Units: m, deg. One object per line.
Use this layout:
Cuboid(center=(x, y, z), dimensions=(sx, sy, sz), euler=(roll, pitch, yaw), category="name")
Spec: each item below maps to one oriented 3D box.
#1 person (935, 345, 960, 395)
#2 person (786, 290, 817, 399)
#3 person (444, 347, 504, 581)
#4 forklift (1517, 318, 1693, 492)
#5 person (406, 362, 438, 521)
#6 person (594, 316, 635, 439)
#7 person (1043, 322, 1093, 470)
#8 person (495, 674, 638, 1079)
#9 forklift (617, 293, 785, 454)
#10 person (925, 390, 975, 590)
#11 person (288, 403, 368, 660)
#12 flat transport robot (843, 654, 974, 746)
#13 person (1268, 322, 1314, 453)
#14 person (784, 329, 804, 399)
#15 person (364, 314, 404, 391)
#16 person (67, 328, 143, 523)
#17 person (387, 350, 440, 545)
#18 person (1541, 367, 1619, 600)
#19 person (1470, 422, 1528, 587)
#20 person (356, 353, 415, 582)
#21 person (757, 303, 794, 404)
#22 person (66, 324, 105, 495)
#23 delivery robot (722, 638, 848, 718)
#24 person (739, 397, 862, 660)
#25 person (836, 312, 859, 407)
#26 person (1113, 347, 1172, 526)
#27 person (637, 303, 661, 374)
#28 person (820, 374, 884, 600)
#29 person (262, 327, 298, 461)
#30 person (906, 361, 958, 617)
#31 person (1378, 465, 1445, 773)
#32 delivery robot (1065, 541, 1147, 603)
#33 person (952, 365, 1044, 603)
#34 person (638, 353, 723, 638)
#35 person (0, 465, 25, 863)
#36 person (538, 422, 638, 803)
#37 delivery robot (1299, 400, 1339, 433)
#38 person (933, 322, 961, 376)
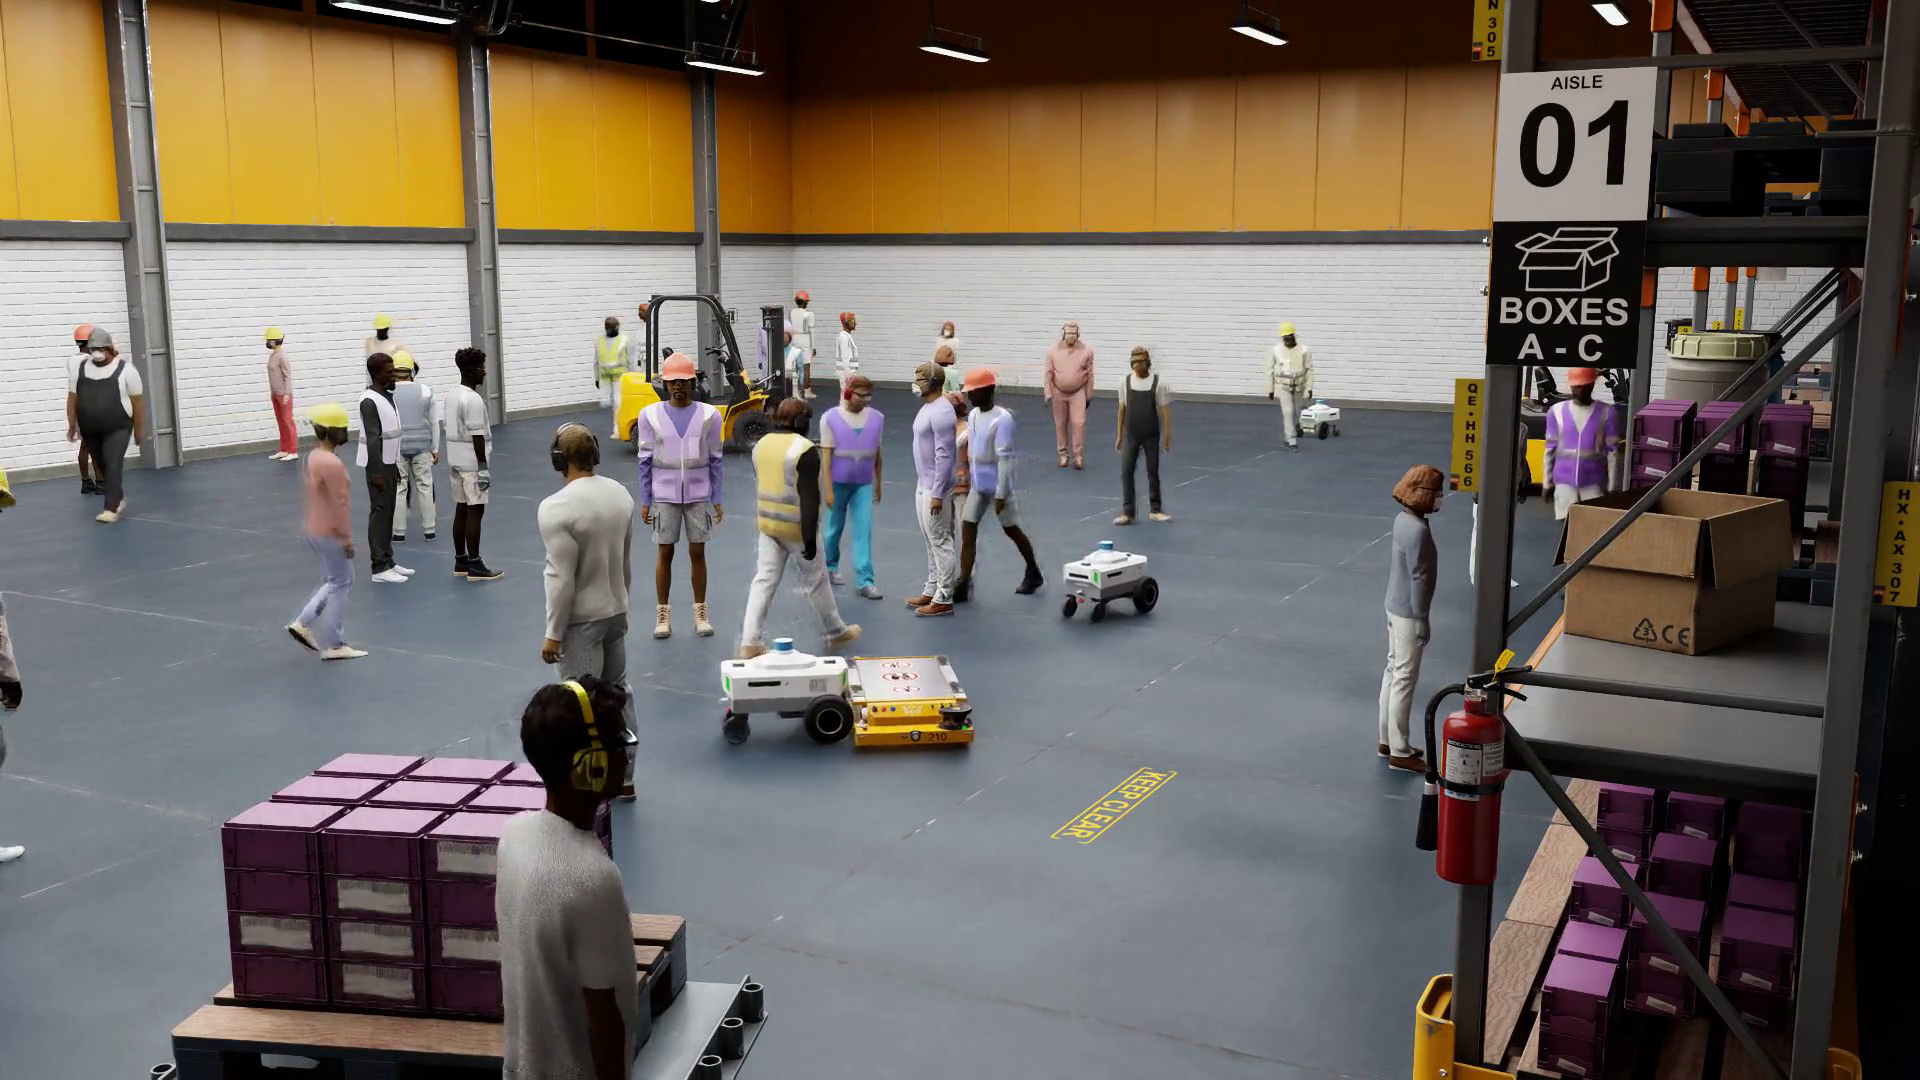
Cuboid(center=(-0.177, -1.556, 20.255), dimensions=(0.500, 1.636, 0.281), euler=(9, 13, 42), category="person")
Cuboid(center=(-2.968, -3.674, 31.345), dimensions=(0.615, 2.038, 0.395), euler=(5, 11, 25), category="person")
Cuboid(center=(-4.119, -0.643, 14.011), dimensions=(0.363, 1.963, 0.612), euler=(-7, 12, -37), category="person")
Cuboid(center=(7.066, -1.601, 18.899), dimensions=(2.313, 2.155, 1.214), euler=(5, 11, 27), category="forklift")
Cuboid(center=(-5.594, -1.015, 16.973), dimensions=(0.541, 1.689, 0.319), euler=(0, 10, 0), category="person")
Cuboid(center=(-5.109, -2.416, 24.683), dimensions=(0.635, 1.824, 0.564), euler=(2, 10, 10), category="person")
Cuboid(center=(1.370, -1.824, 21.134), dimensions=(0.637, 1.866, 0.887), euler=(1, 10, 5), category="person")
Cuboid(center=(-0.849, 1.212, 3.594), dimensions=(0.522, 1.856, 0.545), euler=(-7, 12, -35), category="person")
Cuboid(center=(-3.588, -2.317, 23.042), dimensions=(2.313, 2.155, 1.214), euler=(-1, 10, -5), category="forklift")
Cuboid(center=(-0.053, -0.404, 13.578), dimensions=(0.514, 1.639, 0.311), euler=(8, 13, 40), category="person")
Cuboid(center=(-4.236, -0.043, 11.178), dimensions=(0.418, 1.755, 0.526), euler=(-6, 12, -33), category="person")
Cuboid(center=(-0.338, 0.921, 9.862), dimensions=(0.652, 0.197, 1.431), euler=(-1, 10, -7), category="flat transport robot")
Cuboid(center=(4.592, -2.118, 23.037), dimensions=(0.617, 1.799, 0.501), euler=(-1, 10, -5), category="person")
Cuboid(center=(-2.589, -2.320, 24.714), dimensions=(0.533, 1.624, 0.622), euler=(-1, 10, -6), category="person")
Cuboid(center=(-8.041, -2.190, 23.158), dimensions=(0.614, 1.894, 0.638), euler=(1, 10, 7), category="person")
Cuboid(center=(-8.846, -1.235, 17.228), dimensions=(0.683, 2.000, 1.058), euler=(-1, 10, -3), category="person")
Cuboid(center=(-5.218, -0.870, 15.713), dimensions=(0.589, 1.833, 0.404), euler=(-5, 11, -26), category="person")
Cuboid(center=(4.925, -0.483, 13.226), dimensions=(0.562, 1.916, 0.519), euler=(5, 11, 27), category="person")
Cuboid(center=(4.417, -0.419, 13.662), dimensions=(0.514, 1.640, 0.307), euler=(-3, 10, -17), category="person")
Cuboid(center=(-4.848, -0.609, 13.960), dimensions=(0.392, 1.918, 0.589), euler=(-1, 10, -7), category="person")
Cuboid(center=(-3.128, -3.033, 28.037), dimensions=(0.643, 1.905, 0.400), euler=(4, 10, 20), category="person")
Cuboid(center=(-9.889, -1.482, 18.949), dimensions=(0.543, 1.939, 0.360), euler=(6, 11, 29), category="person")
Cuboid(center=(-1.000, 0.801, 9.450), dimensions=(0.707, 0.478, 0.477), euler=(-1, 10, -10), category="delivery robot")
Cuboid(center=(-1.134, -0.078, 11.286), dimensions=(0.635, 1.779, 1.006), euler=(9, 13, 41), category="person")
Cuboid(center=(-1.656, -2.420, 24.541), dimensions=(0.350, 1.882, 0.583), euler=(-1, 10, -4), category="person")
Cuboid(center=(1.869, -1.048, 16.854), dimensions=(0.587, 1.815, 0.565), euler=(3, 10, 17), category="person")
Cuboid(center=(-5.391, -3.148, 28.755), dimensions=(0.337, 1.882, 0.583), euler=(-9, 13, -41), category="person")
Cuboid(center=(-0.883, -0.457, 13.468), dimensions=(0.567, 1.792, 0.968), euler=(-4, 11, -24), category="person")
Cuboid(center=(-9.016, -1.929, 22.034), dimensions=(0.330, 1.768, 0.526), euler=(-9, 13, -42), category="person")
Cuboid(center=(-0.206, -0.389, 12.626), dimensions=(0.368, 1.939, 0.632), euler=(-2, 10, -12), category="person")
Cuboid(center=(2.414, 0.409, 8.884), dimensions=(0.283, 1.633, 0.498), euler=(1, 10, 4), category="person")
Cuboid(center=(1.110, 0.252, 12.641), dimensions=(0.477, 0.478, 0.707), euler=(8, 13, 40), category="delivery robot")
Cuboid(center=(0.273, -0.448, 13.174), dimensions=(1.030, 1.882, 0.559), euler=(-8, 12, -37), category="person")
Cuboid(center=(-1.986, -0.315, 11.893), dimensions=(0.605, 2.044, 0.374), euler=(-2, 10, -14), category="person")
Cuboid(center=(-4.319, 0.592, 7.142), dimensions=(0.378, 1.878, 0.730), euler=(0, 10, 1), category="person")
Cuboid(center=(-1.814, 0.394, 8.100), dimensions=(0.374, 1.936, 0.629), euler=(4, 11, 24), category="person")
Cuboid(center=(5.350, -1.845, 24.781), dimensions=(0.477, 0.478, 0.707), euler=(9, 13, 42), category="delivery robot")
Cuboid(center=(-0.261, -2.820, 27.650), dimensions=(0.638, 1.612, 0.278), euler=(6, 12, 33), category="person")
